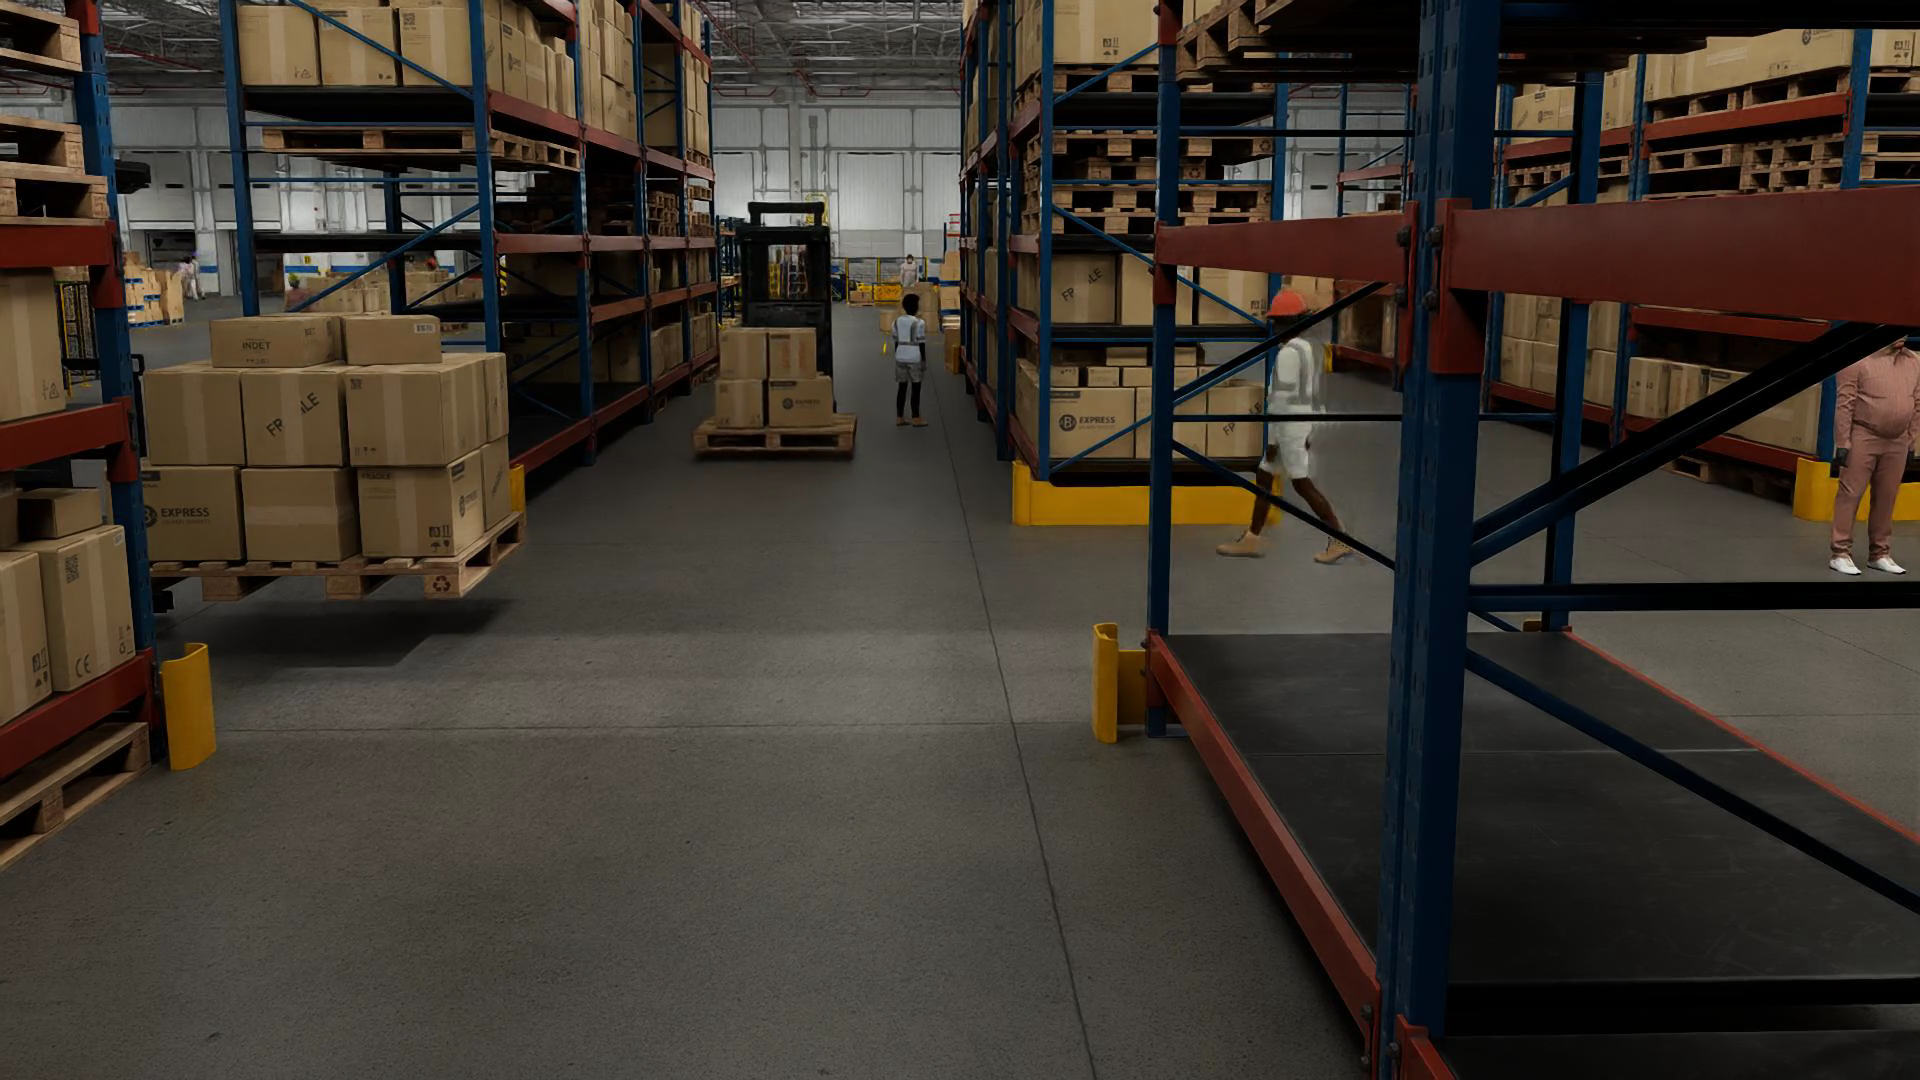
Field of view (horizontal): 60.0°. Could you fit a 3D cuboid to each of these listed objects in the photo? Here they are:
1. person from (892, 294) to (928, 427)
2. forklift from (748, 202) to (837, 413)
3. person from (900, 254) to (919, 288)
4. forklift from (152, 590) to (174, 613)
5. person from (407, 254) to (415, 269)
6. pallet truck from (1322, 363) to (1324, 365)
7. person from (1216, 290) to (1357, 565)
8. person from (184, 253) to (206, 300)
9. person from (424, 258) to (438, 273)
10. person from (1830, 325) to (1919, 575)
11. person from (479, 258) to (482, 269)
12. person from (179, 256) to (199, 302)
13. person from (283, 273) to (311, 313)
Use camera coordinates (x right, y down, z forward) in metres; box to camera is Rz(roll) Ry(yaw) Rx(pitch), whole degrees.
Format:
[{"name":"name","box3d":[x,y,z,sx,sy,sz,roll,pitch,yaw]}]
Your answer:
[{"name":"person","box3d":[-0.632,-2.278,21.129,0.534,1.690,0.337,8,13,39]},{"name":"forklift","box3d":[-2.131,-2.799,20.715,1.129,2.768,1.873,0,10,-2]},{"name":"person","box3d":[-1.667,-8.502,55.116,0.627,1.938,0.370,-1,10,-4]},{"name":"forklift","box3d":[-5.858,-0.811,9.639,1.873,2.768,1.129,-1,10,-3]},{"name":"person","box3d":[-21.349,-10.175,64.679,0.425,1.851,0.543,-4,11,-23]},{"name":"pallet truck","box3d":[7.712,-4.157,30.737,1.885,1.965,0.823,3,11,16]},{"name":"person","box3d":[2.444,-0.812,12.117,1.026,2.003,0.622,3,11,17]},{"name":"person","box3d":[-30.880,-10.618,67.037,1.015,1.892,0.645,3,11,16]},{"name":"person","box3d":[-14.481,-6.742,45.389,0.786,1.913,0.556,4,11,20]},{"name":"person","box3d":[6.480,-0.693,11.733,0.641,1.900,0.401,-1,10,-8]},{"name":"person","box3d":[-18.492,-10.158,64.522,1.016,1.860,0.625,-4,11,-23]},{"name":"person","box3d":[-29.997,-10.125,64.564,0.895,1.806,0.639,7,12,33]},{"name":"person","box3d":[-13.104,-4.379,32.731,0.543,1.715,0.902,5,11,24]}]
